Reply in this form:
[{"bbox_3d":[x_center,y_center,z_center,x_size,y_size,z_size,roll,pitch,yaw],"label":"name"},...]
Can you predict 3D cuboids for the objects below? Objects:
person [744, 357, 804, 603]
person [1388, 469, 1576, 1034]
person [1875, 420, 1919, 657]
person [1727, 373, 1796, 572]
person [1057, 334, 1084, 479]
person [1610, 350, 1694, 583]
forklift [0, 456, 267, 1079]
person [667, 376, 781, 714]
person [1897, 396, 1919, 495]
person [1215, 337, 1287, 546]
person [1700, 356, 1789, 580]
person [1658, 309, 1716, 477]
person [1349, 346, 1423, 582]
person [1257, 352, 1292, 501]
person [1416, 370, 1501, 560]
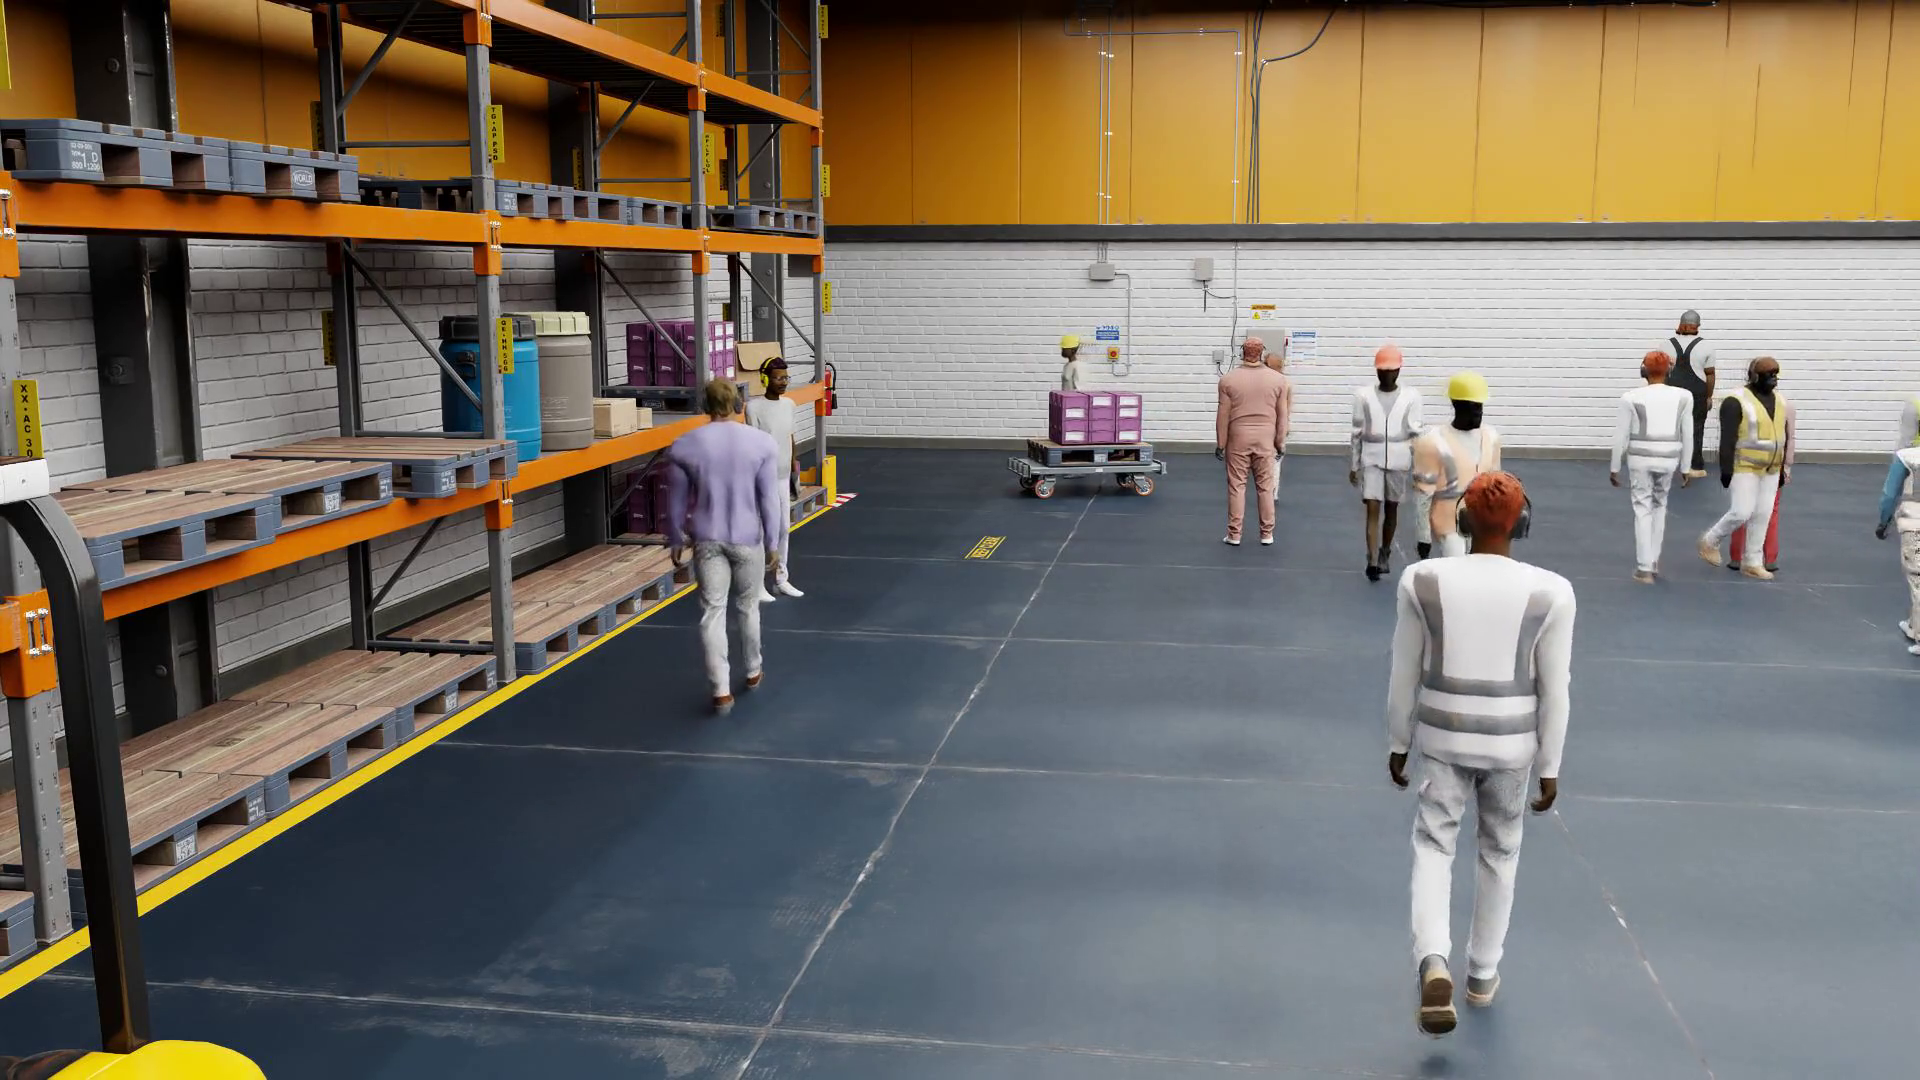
[{"bbox_3d":[-1.420,-0.460,12.655,0.317,1.860,0.516,8,12,40],"label":"person"},{"bbox_3d":[1.692,0.702,5.478,0.578,1.867,0.753,3,10,20],"label":"person"},{"bbox_3d":[6.339,-0.061,10.985,0.514,1.600,0.808,1,9,6],"label":"person"},{"bbox_3d":[6.667,-0.617,13.903,0.527,1.765,0.328,5,10,27],"label":"person"},{"bbox_3d":[1.327,-1.598,19.988,0.397,1.745,0.542,-3,10,-17],"label":"person"},{"bbox_3d":[5.572,-0.605,13.501,0.606,1.865,0.645,0,9,3],"label":"person"},{"bbox_3d":[-2.328,0.975,2.765,2.313,2.155,1.214,1,9,9],"label":"forklift"},{"bbox_3d":[-1.358,0.005,9.629,0.654,1.901,0.837,-1,9,-4],"label":"person"},{"bbox_3d":[7.824,-0.511,13.210,0.636,1.782,0.977,1,9,3],"label":"person"},{"bbox_3d":[2.647,-0.893,15.170,0.651,1.906,0.404,0,9,-1],"label":"person"},{"bbox_3d":[6.457,-0.596,13.608,0.623,1.828,0.545,-3,10,-19],"label":"person"},{"bbox_3d":[8.857,-1.788,20.274,0.679,2.000,0.537,7,11,37],"label":"person"},{"bbox_3d":[3.452,-0.611,13.471,0.569,1.888,0.957,2,9,12],"label":"person"},{"bbox_3d":[3.349,-1.220,18.057,0.537,1.621,0.383,-4,10,-26],"label":"person"},{"bbox_3d":[3.055,-0.104,10.299,0.602,1.908,0.726,-5,10,-26],"label":"person"}]
